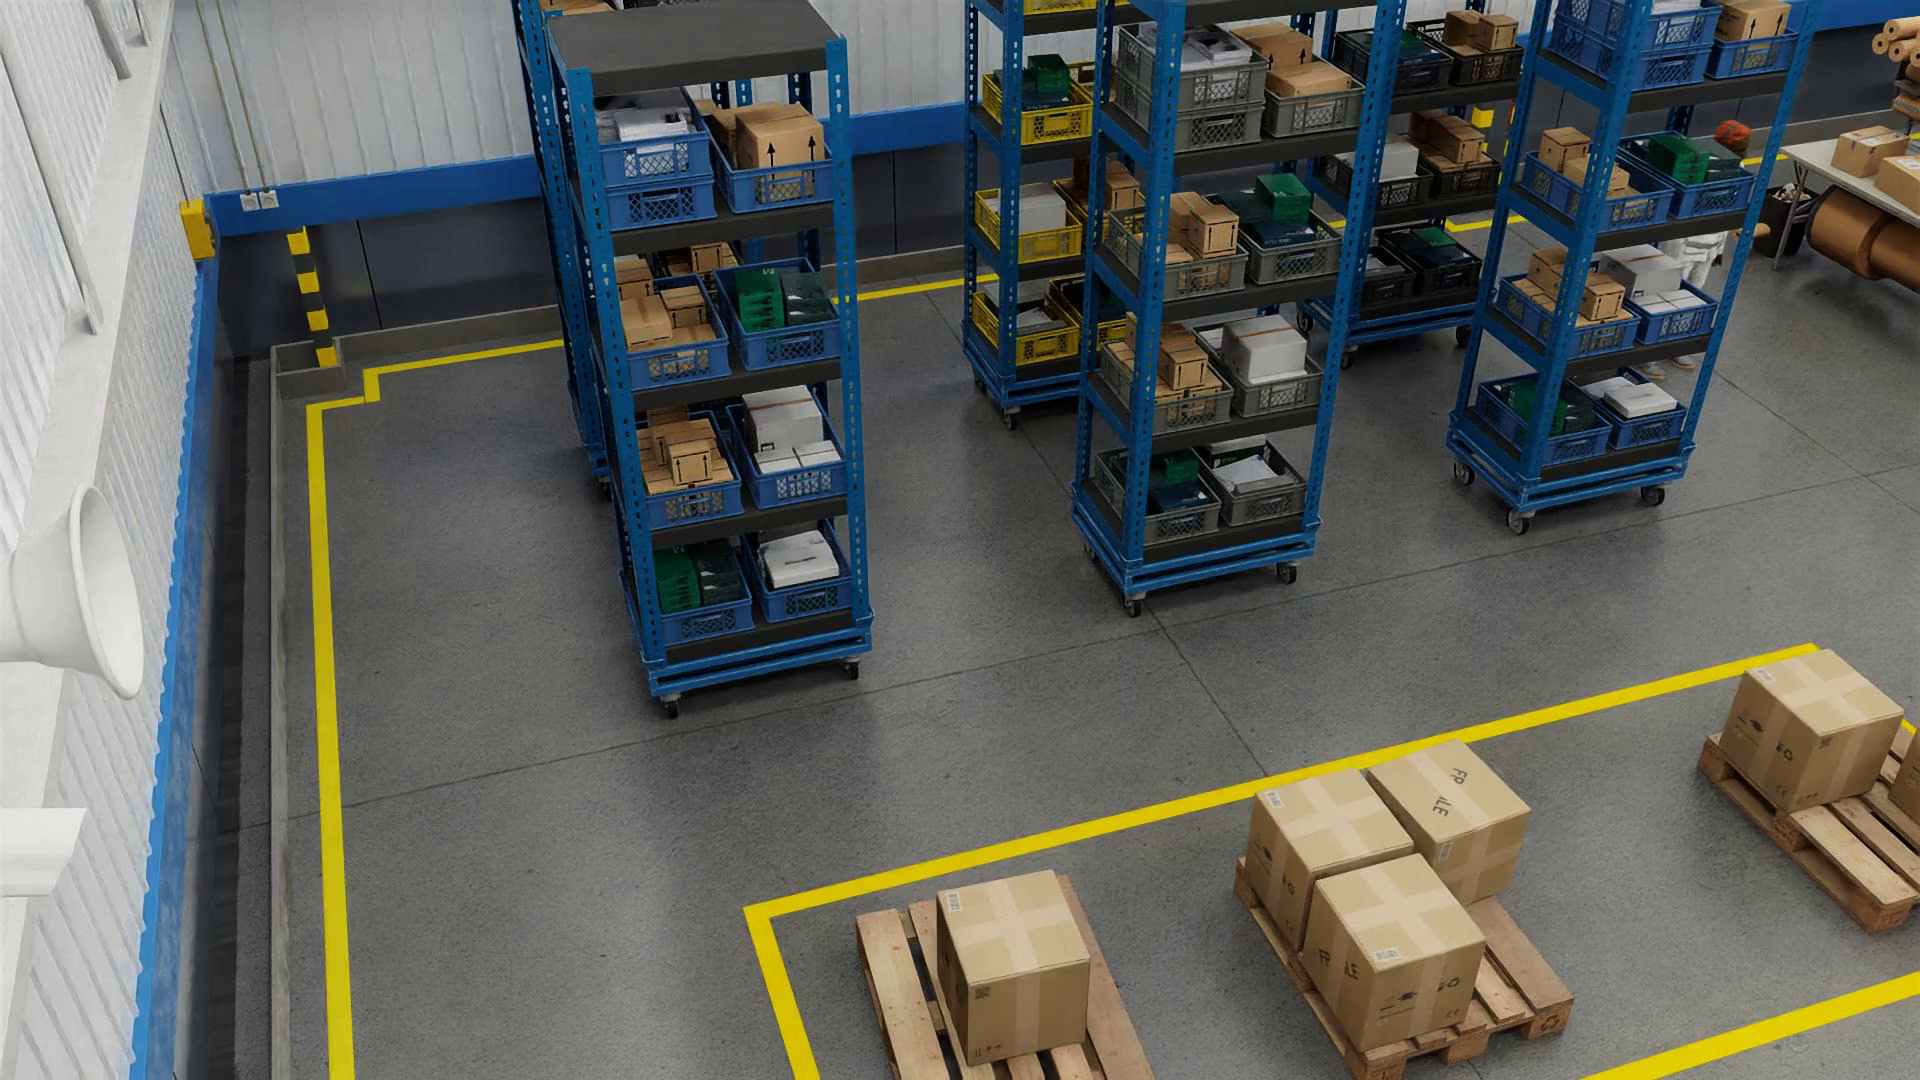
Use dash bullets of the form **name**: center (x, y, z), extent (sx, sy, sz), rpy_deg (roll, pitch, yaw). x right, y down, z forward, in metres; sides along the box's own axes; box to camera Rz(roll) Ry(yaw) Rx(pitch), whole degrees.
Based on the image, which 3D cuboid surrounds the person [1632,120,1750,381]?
- **person**: center (5.075, -1.997, 11.496), extent (0.572, 1.876, 0.350), rpy_deg (-20, 40, -26)
